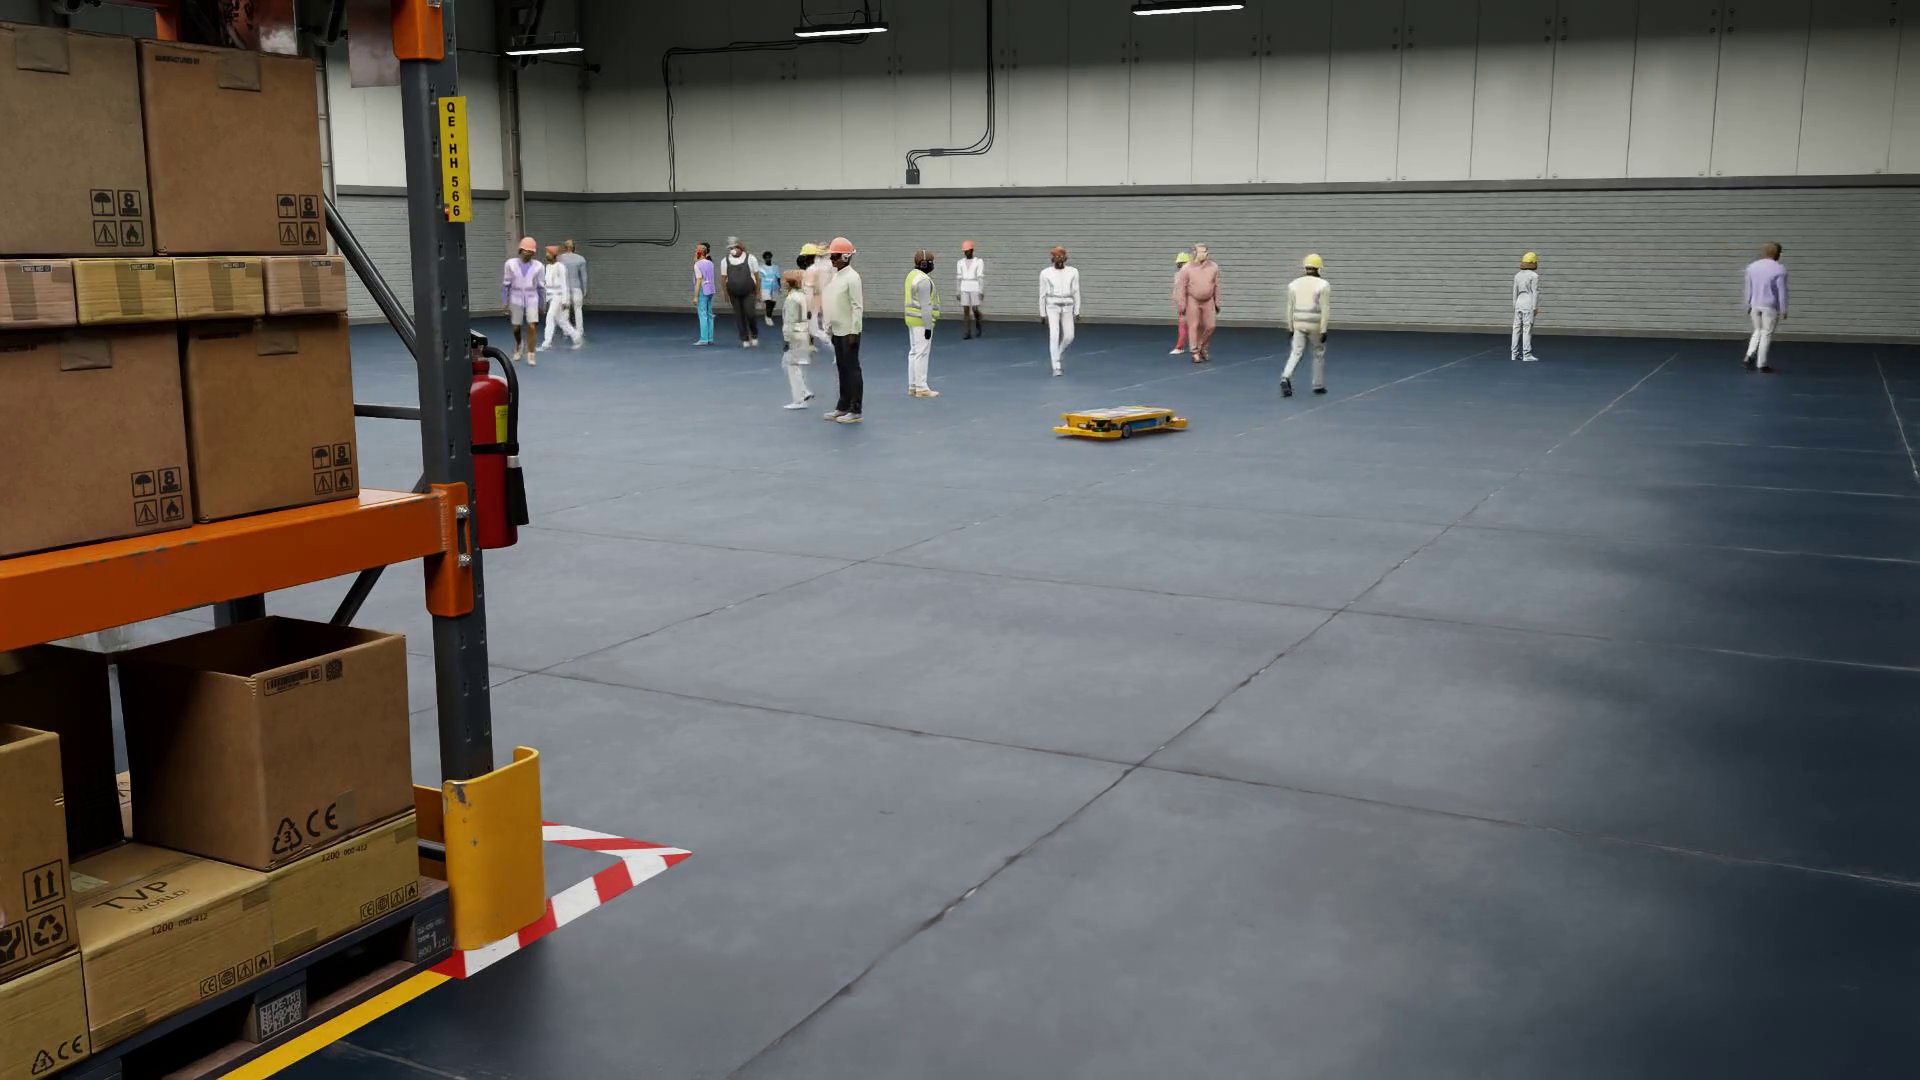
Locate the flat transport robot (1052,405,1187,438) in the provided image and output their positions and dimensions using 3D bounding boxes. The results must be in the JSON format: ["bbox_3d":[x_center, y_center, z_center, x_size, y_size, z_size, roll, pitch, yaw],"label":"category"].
[{"bbox_3d":[1.646,-1.219,17.019,0.652,0.197,1.431,9,14,42],"label":"flat transport robot"}]

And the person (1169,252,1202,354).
[{"bbox_3d":[3.929,-4.065,28.562,0.811,1.739,0.533,-6,12,-30],"label":"person"}]

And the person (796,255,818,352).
[{"bbox_3d":[-2.709,-4.091,28.785,0.532,1.697,0.322,3,11,15],"label":"person"}]

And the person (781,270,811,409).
[{"bbox_3d":[-1.948,-2.328,19.373,0.378,1.622,0.536,1,10,7],"label":"person"}]

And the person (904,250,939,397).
[{"bbox_3d":[-0.472,-2.701,20.851,0.429,1.838,0.629,-3,11,-17],"label":"person"}]

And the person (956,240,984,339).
[{"bbox_3d":[0.196,-4.876,32.441,0.577,1.925,0.443,4,11,21],"label":"person"}]

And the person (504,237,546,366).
[{"bbox_3d":[-6.762,-3.708,25.875,0.647,2.002,0.770,-2,11,-12],"label":"person"}]

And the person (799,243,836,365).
[{"bbox_3d":[-2.242,-3.660,25.894,0.828,1.898,0.594,0,10,1],"label":"person"}]

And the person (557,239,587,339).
[{"bbox_3d":[-7.583,-4.881,32.444,0.636,1.936,0.355,-1,10,-4],"label":"person"}]

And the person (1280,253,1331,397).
[{"bbox_3d":[4.347,-2.696,20.924,0.604,1.805,0.843,9,14,40],"label":"person"}]

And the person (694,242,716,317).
[{"bbox_3d":[-6.295,-6.421,41.104,0.429,1.841,0.634,-9,14,-40],"label":"person"}]

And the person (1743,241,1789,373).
[{"bbox_3d":[11.877,-3.412,24.457,0.430,1.928,0.660,-5,12,-25],"label":"person"}]

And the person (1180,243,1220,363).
[{"bbox_3d":[3.817,-3.754,26.401,0.669,1.895,0.433,-1,10,-7],"label":"person"}]

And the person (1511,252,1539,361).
[{"bbox_3d":[9.179,-3.777,26.950,0.311,1.744,0.486,-5,12,-27],"label":"person"}]

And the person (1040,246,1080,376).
[{"bbox_3d":[1.433,-3.302,24.016,0.597,1.866,0.465,-2,11,-9],"label":"person"}]

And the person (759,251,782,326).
[{"bbox_3d":[-4.297,-5.634,37.266,0.527,1.674,0.752,-6,12,-28],"label":"person"}]

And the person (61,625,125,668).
[{"bbox_3d":[-4.078,-0.168,7.639,0.325,1.616,0.597,6,12,28],"label":"person"}]

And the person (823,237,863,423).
[{"bbox_3d":[-1.255,-2.269,18.040,0.391,1.995,0.613,-5,11,-25],"label":"person"}]

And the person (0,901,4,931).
[{"bbox_3d":[-0.910,0.937,1.615,0.801,1.592,0.523,-9,14,-42],"label":"person"}]

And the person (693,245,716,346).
[{"bbox_3d":[-4.701,-4.489,30.554,0.388,1.846,0.565,4,11,20],"label":"person"}]

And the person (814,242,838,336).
[{"bbox_3d":[-2.736,-5.062,33.563,0.662,1.886,0.543,5,11,24],"label":"person"}]

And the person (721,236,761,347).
[{"bbox_3d":[-3.968,-4.474,29.942,0.708,2.000,0.613,1,10,4],"label":"person"}]

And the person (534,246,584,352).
[{"bbox_3d":[-7.033,-4.223,29.109,0.934,1.851,0.587,-8,13,-37],"label":"person"}]
